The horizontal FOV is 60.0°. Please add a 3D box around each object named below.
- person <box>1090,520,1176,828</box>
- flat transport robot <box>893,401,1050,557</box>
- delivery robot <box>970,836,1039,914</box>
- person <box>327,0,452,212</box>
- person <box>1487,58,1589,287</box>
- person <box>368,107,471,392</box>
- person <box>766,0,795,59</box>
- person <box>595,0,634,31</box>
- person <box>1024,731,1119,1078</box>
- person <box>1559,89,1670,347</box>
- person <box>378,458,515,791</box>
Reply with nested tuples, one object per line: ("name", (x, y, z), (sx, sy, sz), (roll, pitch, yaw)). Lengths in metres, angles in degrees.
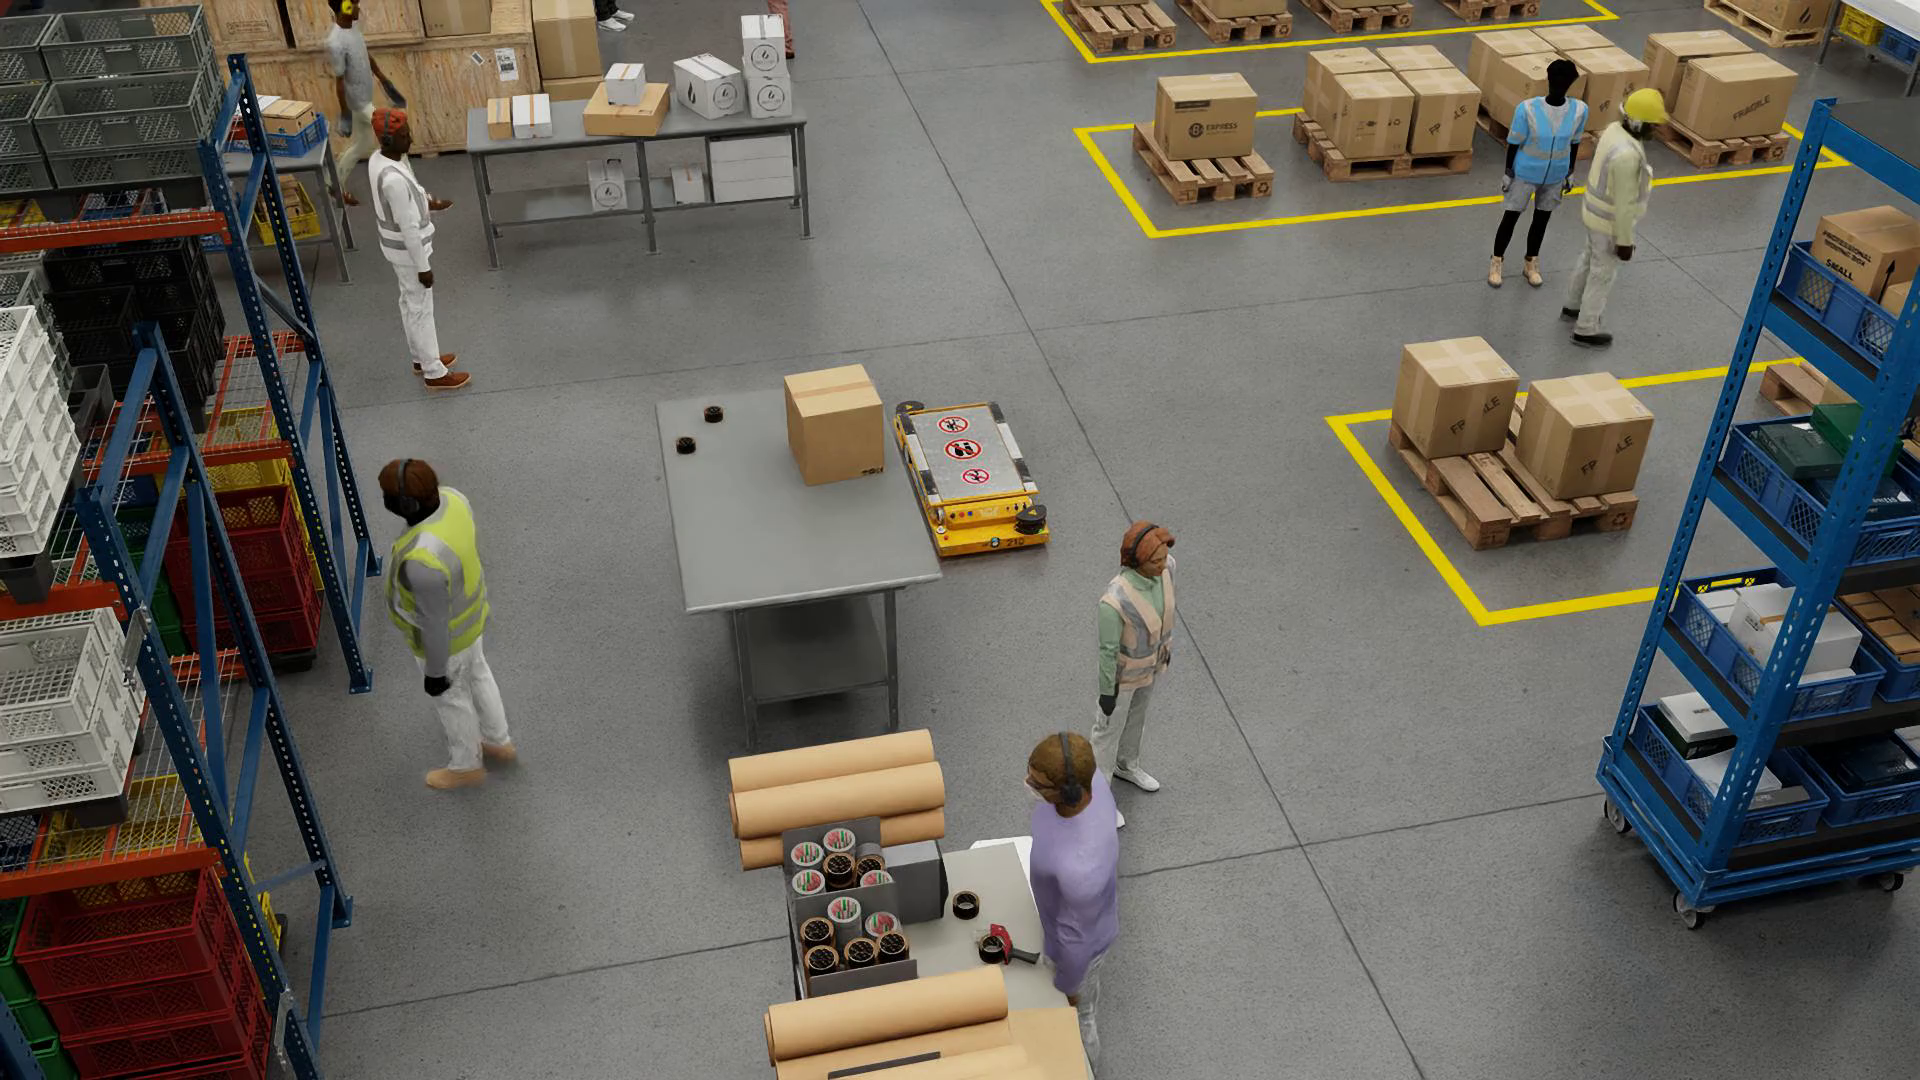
("person", (0.790, 0.590, 7.598), (0.311, 1.638, 0.523), (26, 44, 30))
("flat transport robot", (0.046, -0.430, 10.108), (0.652, 0.197, 1.431), (-8, 37, -10))
("delivery robot", (0.235, 1.591, 7.081), (0.477, 0.478, 0.707), (-5, 37, -6))
("person", (-4.605, -3.388, 12.815), (0.984, 1.798, 0.483), (-6, 37, -8))
("person", (4.117, -2.601, 11.837), (0.541, 1.698, 0.316), (-1, 37, -1))
("person", (-3.523, -1.857, 10.684), (0.356, 1.885, 0.573), (-17, 40, -22))
("person", (-1.780, -5.463, 15.524), (0.397, 1.900, 0.655), (-6, 37, -8))
("person", (-3.501, -5.973, 16.187), (0.392, 1.922, 0.593), (4, 37, 5))
("person", (0.407, 1.444, 6.214), (0.366, 1.932, 0.630), (1, 37, 2))
("person", (4.377, -2.162, 11.168), (0.403, 1.815, 0.614), (5, 37, 7))
("person", (-2.394, 0.397, 7.698), (0.429, 1.846, 0.631), (-1, 37, -1))
